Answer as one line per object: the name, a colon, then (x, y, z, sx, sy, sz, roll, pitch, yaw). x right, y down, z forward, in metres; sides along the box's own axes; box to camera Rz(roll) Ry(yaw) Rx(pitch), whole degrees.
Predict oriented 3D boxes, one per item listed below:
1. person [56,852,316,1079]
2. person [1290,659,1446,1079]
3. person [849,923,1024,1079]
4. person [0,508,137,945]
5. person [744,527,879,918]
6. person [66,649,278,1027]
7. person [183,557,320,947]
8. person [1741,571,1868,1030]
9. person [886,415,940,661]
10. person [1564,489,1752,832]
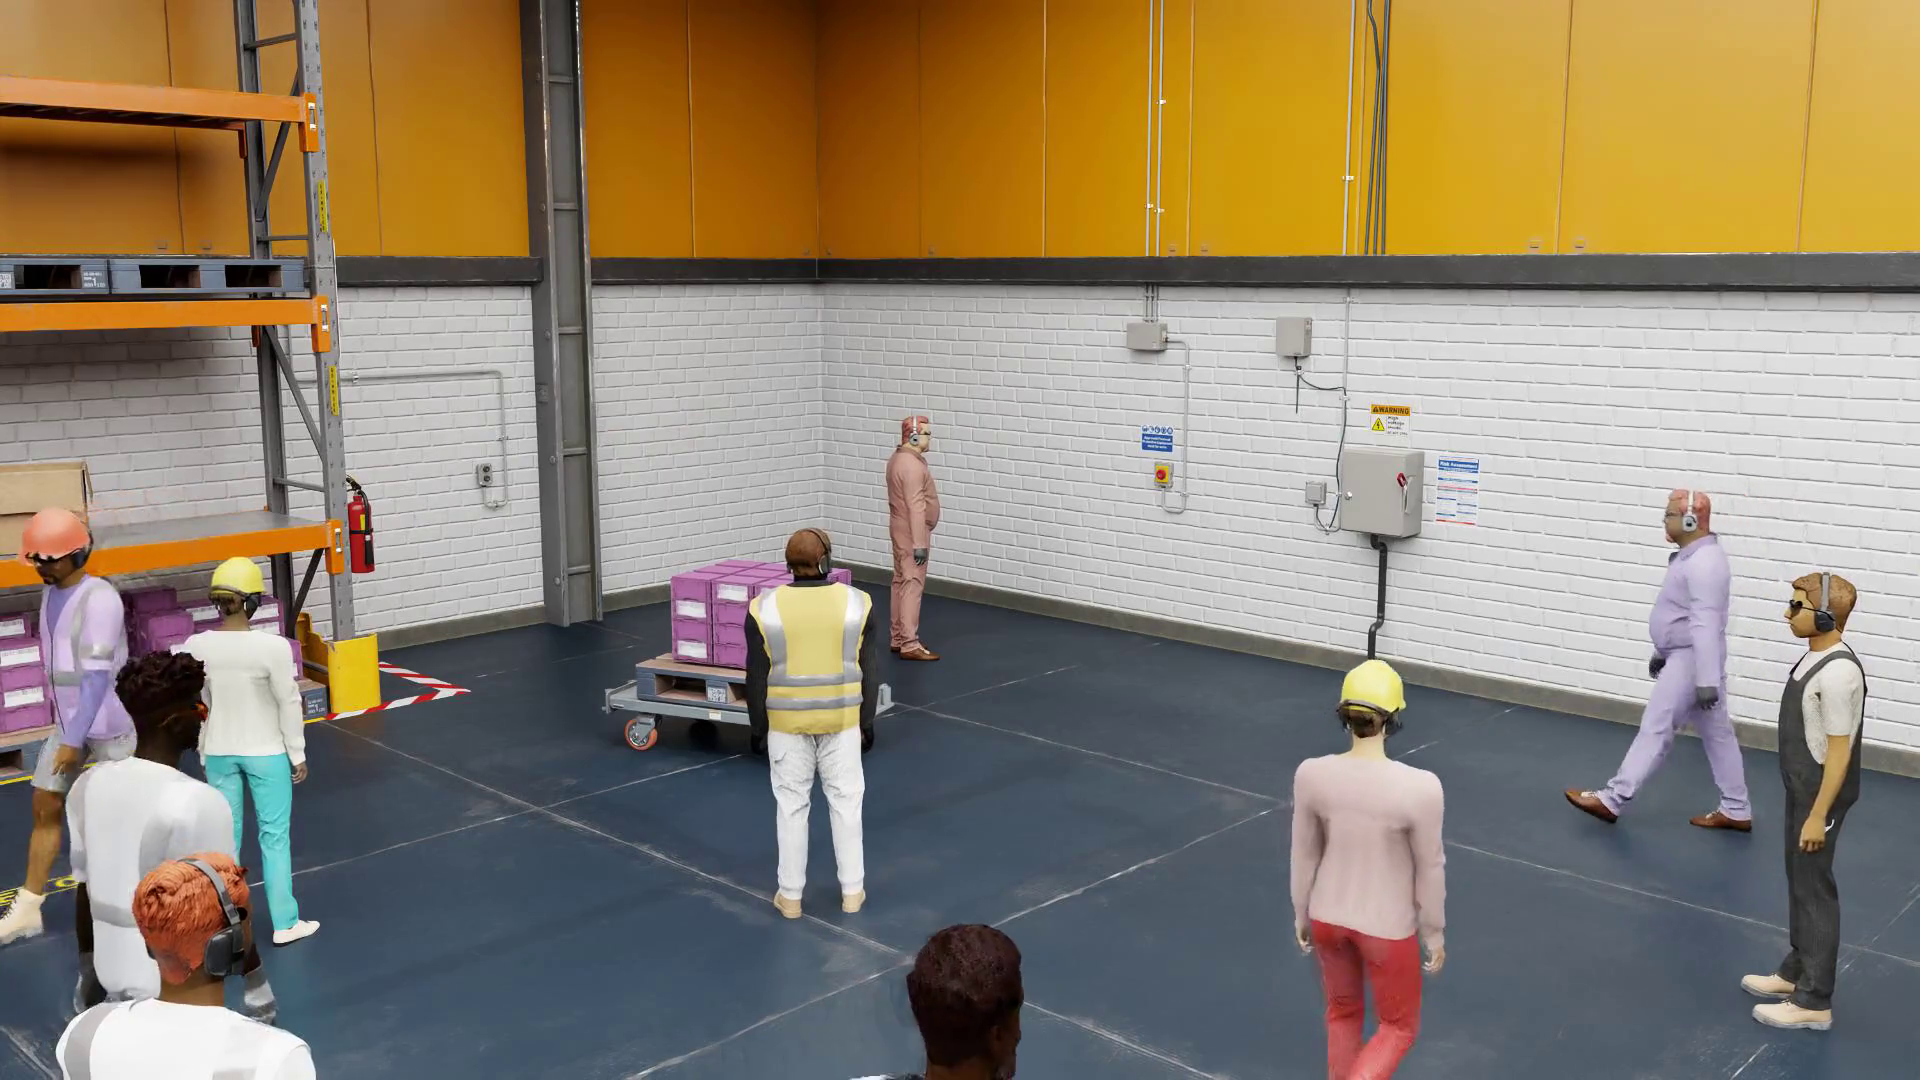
person: (-1.509, 1.551, 3.395, 0.584, 1.882, 0.345, 2, 10, 14)
person: (1.309, 1.272, 5.499, 0.539, 1.748, 0.599, 7, 12, 38)
person: (-0.048, 1.615, 2.972, 0.595, 1.898, 0.753, 7, 12, 37)
person: (-3.981, 0.818, 7.614, 0.607, 1.983, 1.010, 6, 11, 32)
person: (-0.692, 0.856, 7.799, 0.624, 1.841, 0.430, -2, 9, -10)
person: (-2.394, 1.275, 5.011, 0.629, 1.916, 1.018, 5, 11, 29)
person: (-3.175, 0.951, 7.437, 0.524, 1.768, 0.311, 1, 9, 5)
person: (3.408, 1.035, 6.677, 0.338, 1.845, 0.514, 3, 10, 18)
person: (-0.353, -0.021, 12.964, 0.402, 1.906, 0.652, -2, 10, -15)
person: (3.848, 0.654, 8.971, 0.985, 1.860, 0.661, 5, 10, 26)
